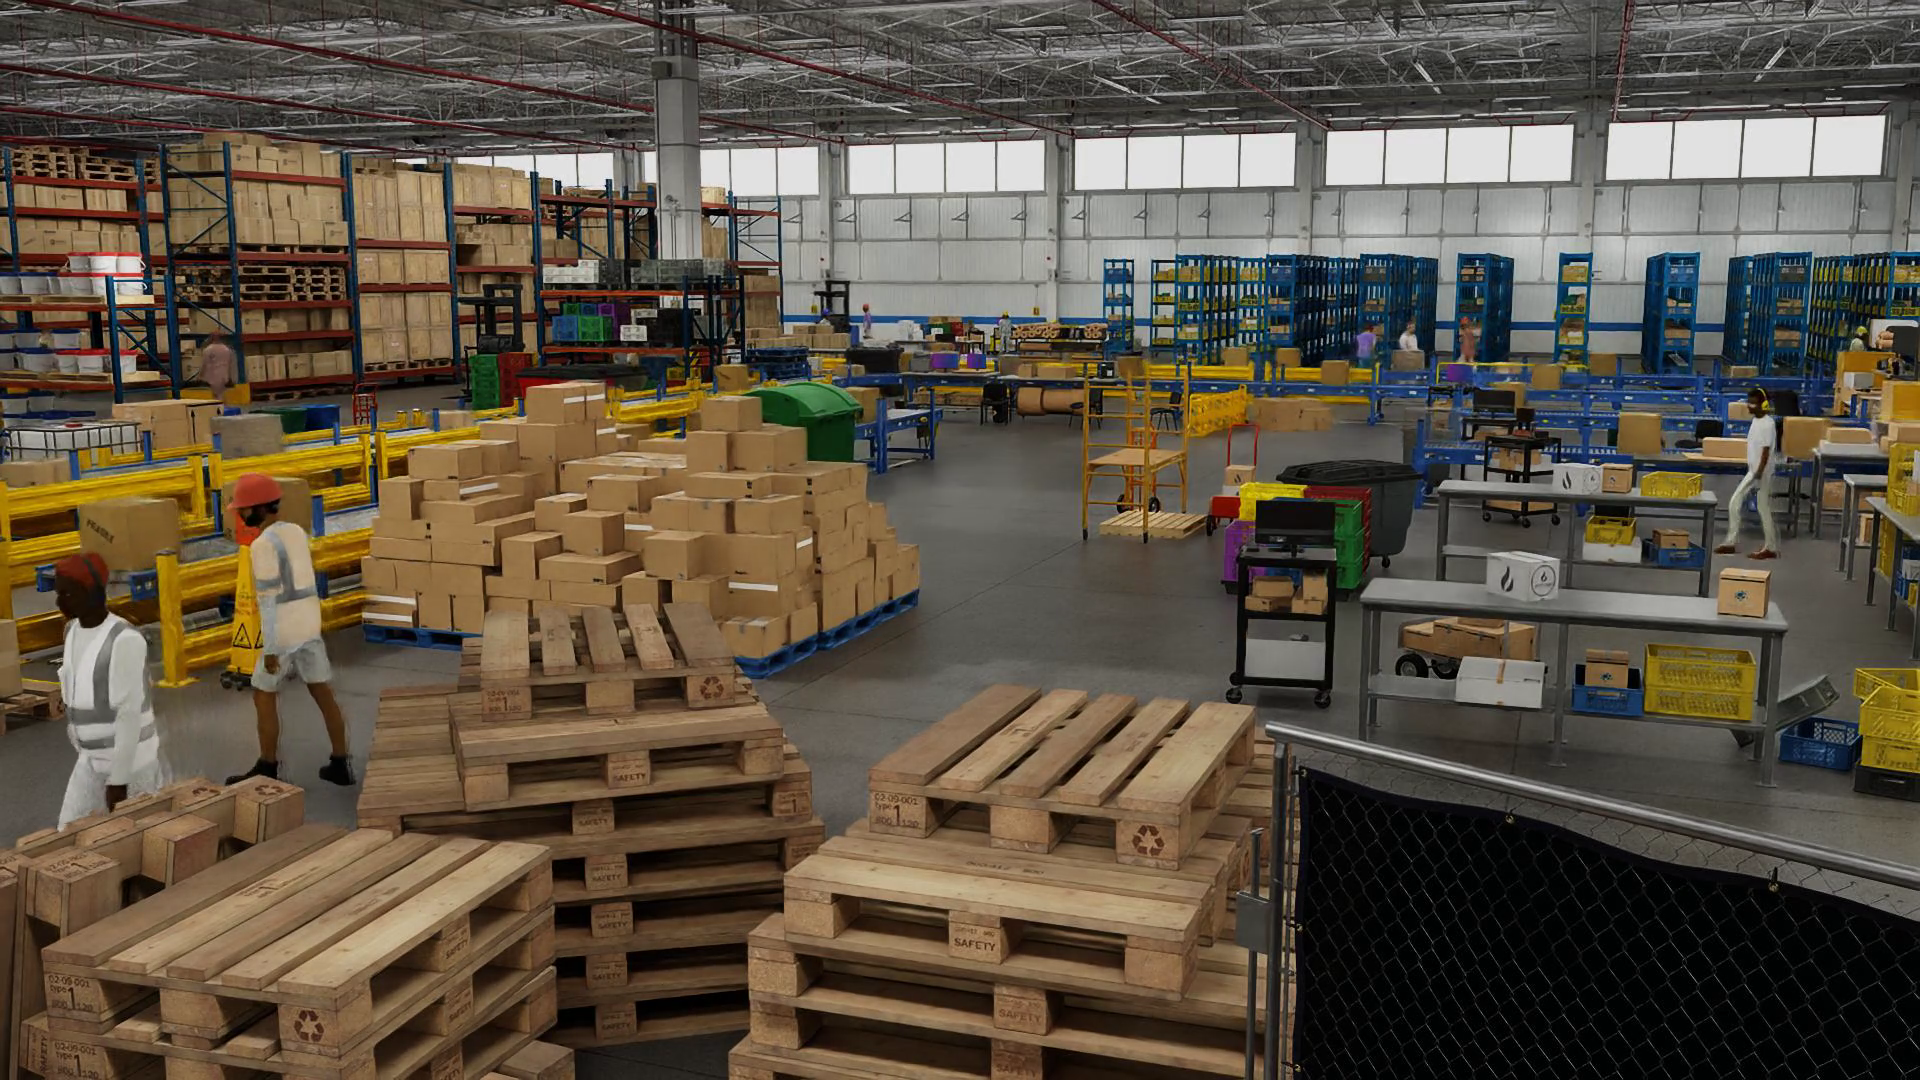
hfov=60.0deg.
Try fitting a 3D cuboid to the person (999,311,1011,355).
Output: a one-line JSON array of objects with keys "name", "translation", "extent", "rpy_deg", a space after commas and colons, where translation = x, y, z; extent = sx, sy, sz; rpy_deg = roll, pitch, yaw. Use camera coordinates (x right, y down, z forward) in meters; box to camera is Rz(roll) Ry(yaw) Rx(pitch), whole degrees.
[{"name": "person", "translation": [1.659, -7.534, 60.990], "extent": [0.485, 1.735, 0.346], "rpy_deg": [-4, 10, -24]}]

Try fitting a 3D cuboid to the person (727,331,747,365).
[{"name": "person", "translation": [-5.366, -4.194, 40.126], "extent": [0.540, 1.695, 0.317], "rpy_deg": [-6, 11, -34]}]

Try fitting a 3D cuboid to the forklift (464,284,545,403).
[{"name": "forklift", "translation": [-10.832, -4.702, 39.610], "extent": [1.129, 2.768, 1.873], "rpy_deg": [3, 10, 20]}]

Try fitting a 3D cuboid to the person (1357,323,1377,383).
[{"name": "person", "translation": [10.572, -4.706, 43.028], "extent": [0.568, 1.802, 0.895], "rpy_deg": [8, 12, 40]}]

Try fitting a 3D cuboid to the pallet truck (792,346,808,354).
[{"name": "pallet truck", "translation": [-3.705, -4.298, 42.022], "extent": [0.653, 1.274, 1.630], "rpy_deg": [3, 10, 20]}]

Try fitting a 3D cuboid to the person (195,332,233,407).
[{"name": "person", "translation": [-15.386, -3.342, 34.227], "extent": [0.929, 1.863, 0.665], "rpy_deg": [3, 9, 17]}]

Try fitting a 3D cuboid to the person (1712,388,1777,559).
[{"name": "person", "translation": [8.375, -0.695, 17.723], "extent": [0.822, 1.833, 0.527], "rpy_deg": [1, 9, 7]}]

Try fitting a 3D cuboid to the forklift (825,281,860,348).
[{"name": "forklift", "translation": [-4.689, -8.604, 64.116], "extent": [1.129, 2.768, 1.873], "rpy_deg": [3, 10, 20]}]

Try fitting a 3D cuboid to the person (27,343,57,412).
[{"name": "person", "translation": [-19.678, -3.421, 35.563], "extent": [0.779, 1.603, 0.495], "rpy_deg": [2, 9, 15]}]

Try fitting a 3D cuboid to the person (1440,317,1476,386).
[{"name": "person", "translation": [13.030, -4.817, 43.229], "extent": [1.004, 1.942, 0.604], "rpy_deg": [7, 11, 36]}]

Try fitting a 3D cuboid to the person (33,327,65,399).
[{"name": "person", "translation": [-22.182, -4.260, 40.217], "extent": [0.802, 1.805, 0.607], "rpy_deg": [-6, 11, -33]}]

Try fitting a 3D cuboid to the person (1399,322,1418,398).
[{"name": "person", "translation": [11.100, -4.434, 41.030], "extent": [0.535, 1.894, 0.673], "rpy_deg": [9, 12, 43]}]

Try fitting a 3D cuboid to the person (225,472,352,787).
[{"name": "person", "translation": [-3.955, 0.546, 9.770], "extent": [0.672, 1.897, 0.559], "rpy_deg": [1, 9, 9]}]

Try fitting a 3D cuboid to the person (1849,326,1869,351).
[{"name": "person", "translation": [21.665, -4.209, 39.875], "extent": [0.821, 1.801, 0.621], "rpy_deg": [3, 10, 19]}]

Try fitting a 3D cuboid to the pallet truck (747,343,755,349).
[{"name": "pallet truck", "translation": [-6.183, -4.618, 44.264], "extent": [1.601, 1.201, 0.680], "rpy_deg": [-9, 12, -43]}]

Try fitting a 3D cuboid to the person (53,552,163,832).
[{"name": "person", "translation": [-3.785, 0.965, 7.313], "extent": [0.589, 1.834, 0.967], "rpy_deg": [6, 11, 35]}]

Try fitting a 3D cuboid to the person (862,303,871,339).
[{"name": "person", "translation": [-3.644, -8.440, 66.099], "extent": [0.660, 1.918, 0.549], "rpy_deg": [2, 9, 14]}]

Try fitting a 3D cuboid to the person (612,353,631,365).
[{"name": "person", "translation": [-8.619, -4.625, 42.521], "extent": [0.585, 1.806, 0.863], "rpy_deg": [3, 9, 17]}]

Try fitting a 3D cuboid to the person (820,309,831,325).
[{"name": "person", "translation": [-4.300, -6.421, 53.323], "extent": [0.389, 1.946, 0.614], "rpy_deg": [2, 9, 13]}]

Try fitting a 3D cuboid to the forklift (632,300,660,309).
[{"name": "forklift", "translation": [-9.230, -6.227, 49.188], "extent": [1.129, 2.768, 1.873], "rpy_deg": [-1, 9, -7]}]
